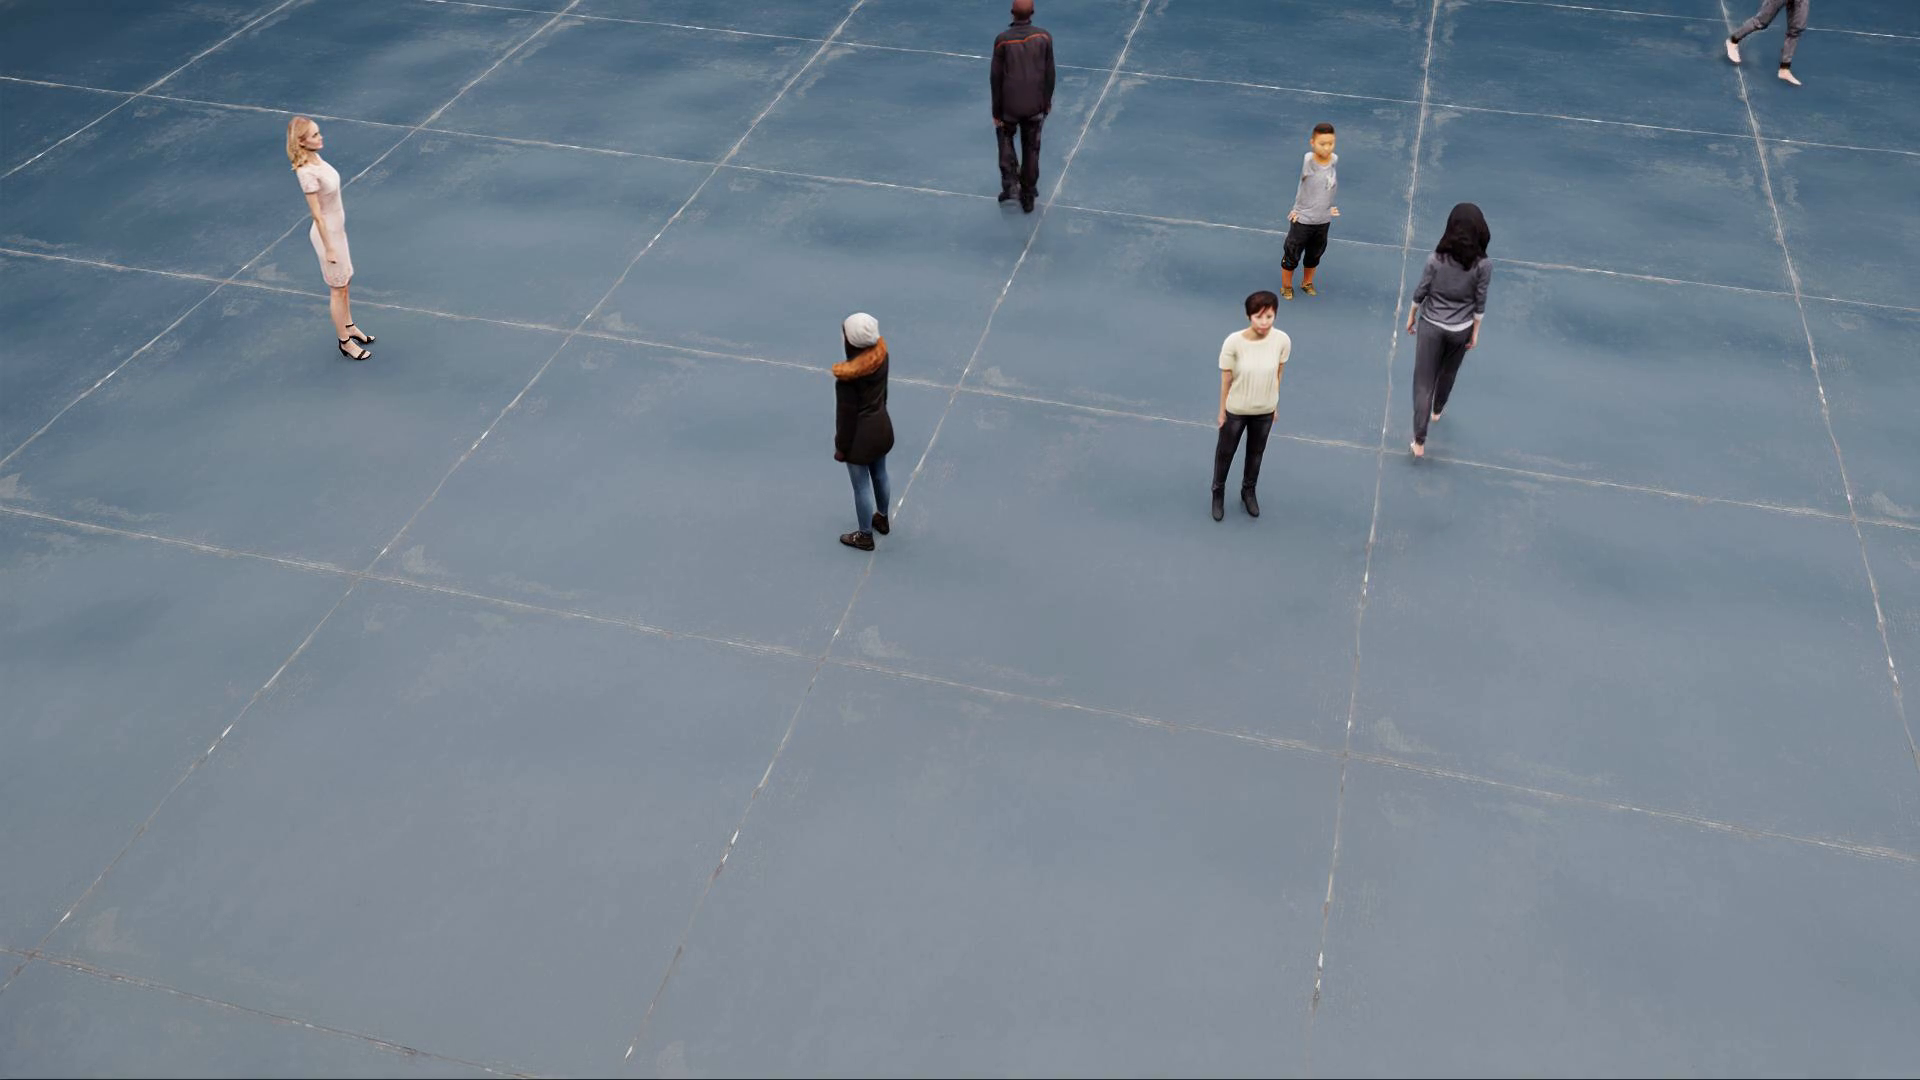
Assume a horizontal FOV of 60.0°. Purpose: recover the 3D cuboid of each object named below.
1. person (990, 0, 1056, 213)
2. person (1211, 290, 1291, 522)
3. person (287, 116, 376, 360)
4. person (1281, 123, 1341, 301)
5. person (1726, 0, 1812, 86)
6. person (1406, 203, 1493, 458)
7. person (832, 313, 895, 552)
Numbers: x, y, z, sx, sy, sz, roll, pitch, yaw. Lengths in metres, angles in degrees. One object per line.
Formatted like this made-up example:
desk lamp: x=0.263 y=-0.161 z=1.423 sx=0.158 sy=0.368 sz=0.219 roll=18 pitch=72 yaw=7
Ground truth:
person: x=0.522 y=-3.528 z=13.596 sx=0.793 sy=1.811 sz=0.785 roll=-2 pitch=38 yaw=-2
person: x=1.791 y=-0.832 z=10.332 sx=0.653 sy=1.588 sz=0.612 roll=-5 pitch=38 yaw=-6
person: x=-4.482 y=-2.146 z=11.815 sx=0.704 sy=1.830 sz=0.561 roll=-5 pitch=38 yaw=-6
person: x=2.672 y=-2.526 z=12.604 sx=0.643 sy=1.456 sz=0.654 roll=-9 pitch=39 yaw=-11
person: x=7.888 y=-5.369 z=15.948 sx=1.123 sy=1.813 sz=1.242 roll=-14 pitch=40 yaw=-18
person: x=3.150 y=-1.323 z=10.846 sx=0.628 sy=1.727 sz=0.990 roll=8 pitch=39 yaw=10
person: x=-0.578 y=-0.661 z=10.076 sx=0.764 sy=1.633 sz=0.650 roll=22 pitch=43 yaw=26
